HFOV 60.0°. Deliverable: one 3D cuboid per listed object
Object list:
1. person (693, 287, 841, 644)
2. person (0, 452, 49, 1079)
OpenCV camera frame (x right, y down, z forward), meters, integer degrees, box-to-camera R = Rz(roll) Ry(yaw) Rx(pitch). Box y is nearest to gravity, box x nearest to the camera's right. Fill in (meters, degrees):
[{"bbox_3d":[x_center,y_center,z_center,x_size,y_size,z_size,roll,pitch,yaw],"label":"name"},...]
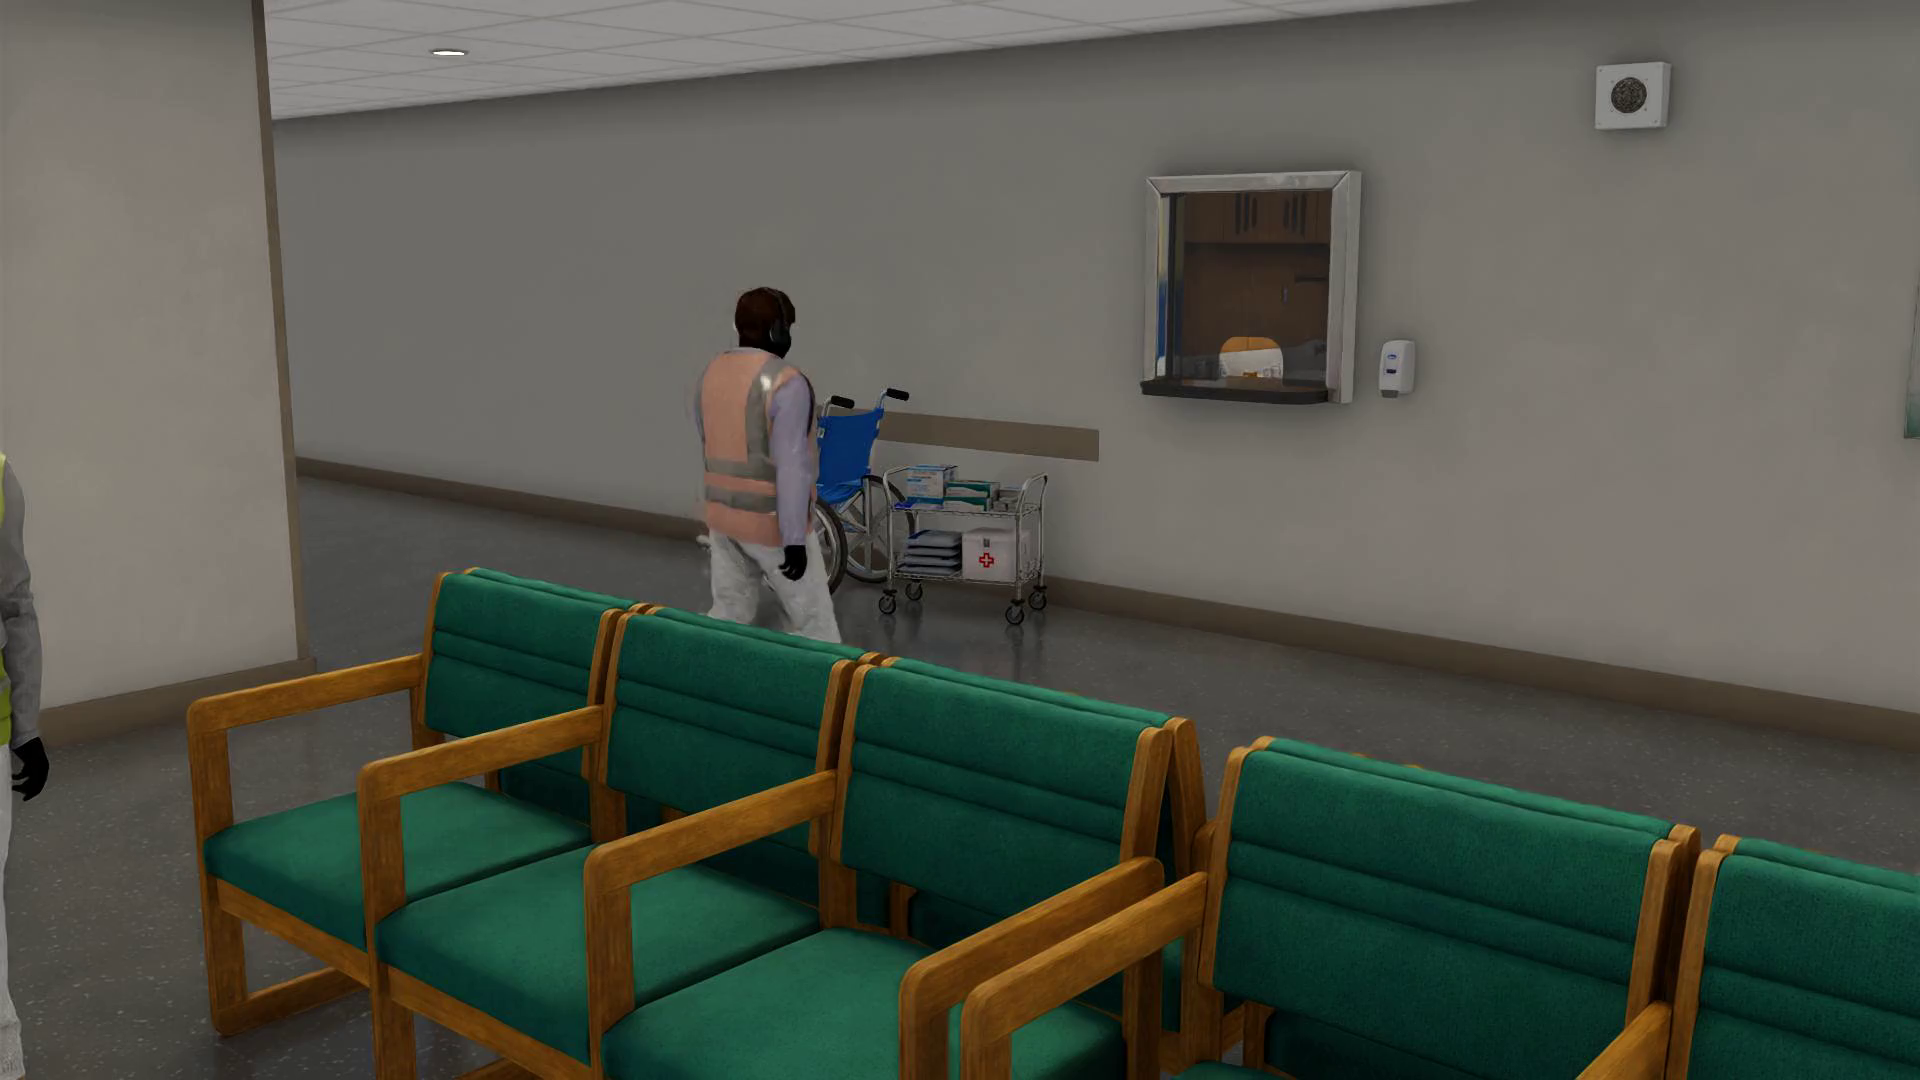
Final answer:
[{"bbox_3d":[-0.672,-0.066,6.462,0.640,1.801,0.906,10,14,43],"label":"person"},{"bbox_3d":[-2.246,0.436,3.500,0.429,1.845,0.627,10,14,44],"label":"person"}]
